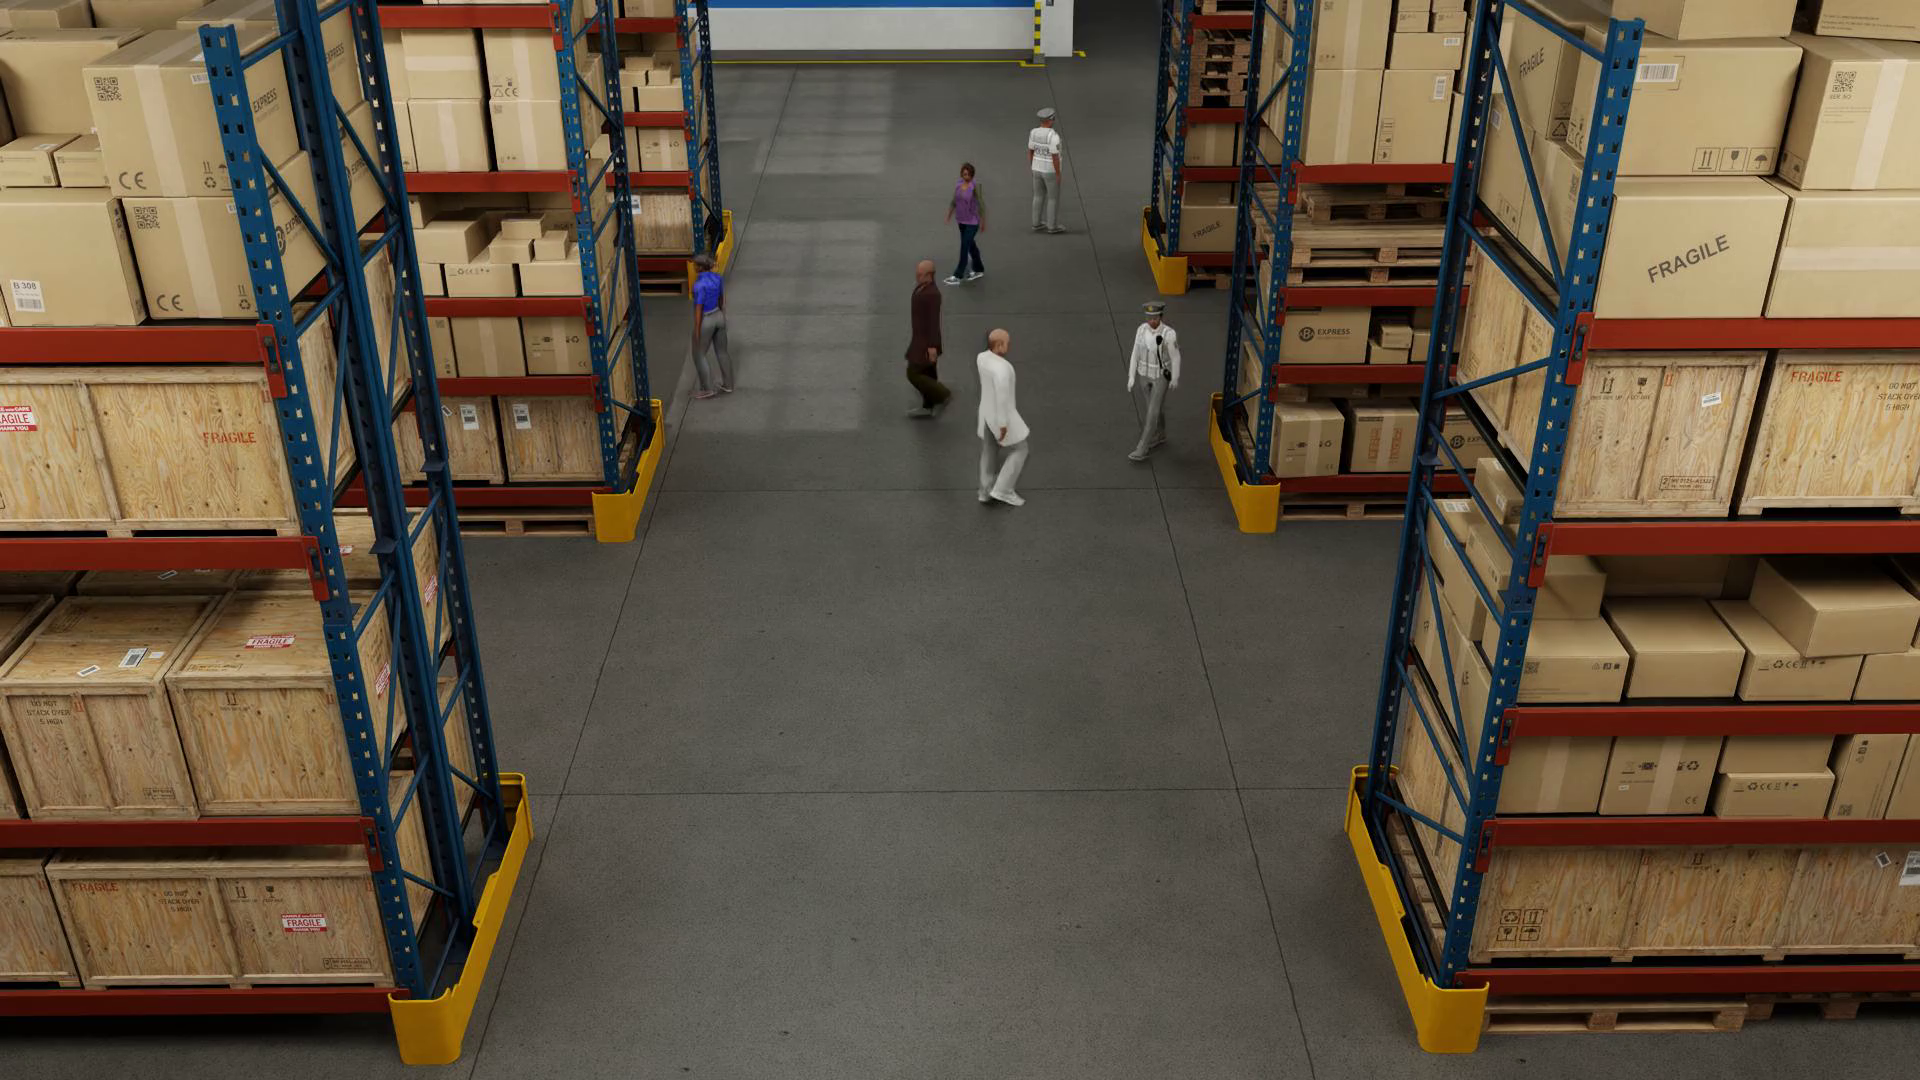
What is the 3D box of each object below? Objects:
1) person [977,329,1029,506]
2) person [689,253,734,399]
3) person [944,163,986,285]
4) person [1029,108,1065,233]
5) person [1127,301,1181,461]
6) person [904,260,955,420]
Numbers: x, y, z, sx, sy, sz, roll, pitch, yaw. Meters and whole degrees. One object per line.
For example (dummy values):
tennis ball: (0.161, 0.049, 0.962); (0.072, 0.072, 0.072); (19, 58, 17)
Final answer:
person: (0.391, -1.195, 16.070); (0.466, 1.791, 0.594); (-16, 32, -27)
person: (-2.788, -2.391, 18.471); (0.356, 1.677, 0.518); (19, 34, 31)
person: (0.031, -4.128, 21.741); (0.730, 1.580, 0.407); (-23, 36, -36)
person: (1.252, -5.275, 23.712); (0.527, 1.770, 0.428); (20, 34, 33)
person: (1.920, -1.643, 17.033); (0.485, 1.643, 0.800); (25, 37, 38)
person: (-0.343, -2.140, 17.833); (0.544, 1.781, 0.603); (-3, 28, -5)
